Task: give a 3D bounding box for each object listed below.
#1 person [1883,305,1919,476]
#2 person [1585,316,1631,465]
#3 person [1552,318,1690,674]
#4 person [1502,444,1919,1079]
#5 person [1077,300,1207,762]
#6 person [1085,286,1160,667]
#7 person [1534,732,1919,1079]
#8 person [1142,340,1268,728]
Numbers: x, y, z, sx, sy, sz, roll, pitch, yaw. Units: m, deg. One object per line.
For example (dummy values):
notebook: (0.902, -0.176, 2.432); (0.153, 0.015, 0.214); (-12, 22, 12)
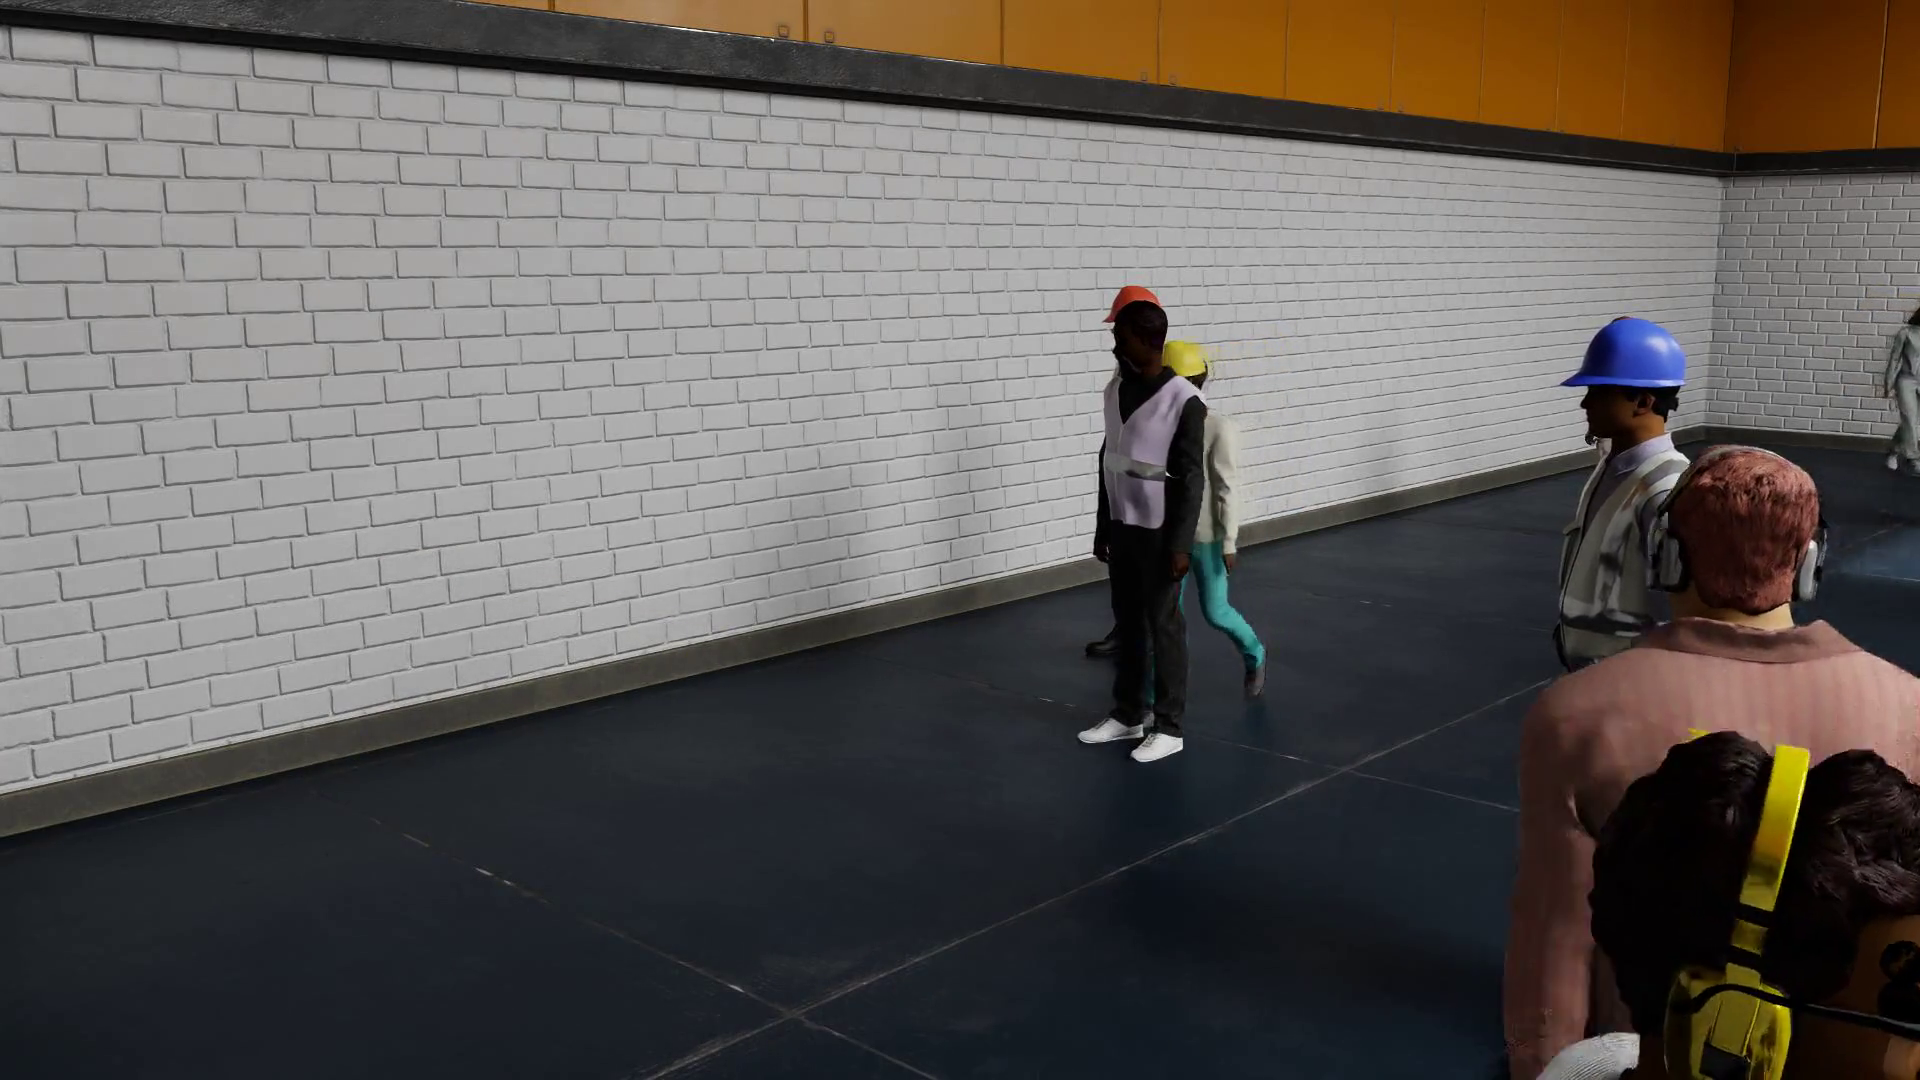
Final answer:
person: (9.020, -1.471, 15.738); (0.489, 1.694, 0.843); (0, 10, 1)
person: (4.824, -0.810, 12.139); (0.513, 1.639, 0.311); (-2, 10, -9)
person: (1.741, 0.399, 4.368); (0.403, 1.948, 0.605); (1, 10, 5)
person: (1.104, 0.801, 2.375); (0.653, 1.865, 0.988); (1, 10, 4)
person: (0.786, -0.040, 6.972); (0.393, 1.915, 0.587); (-6, 12, -33)
person: (0.883, -0.316, 8.474); (0.356, 1.938, 0.545); (-4, 11, -24)
person: (0.493, 1.017, 1.276); (0.999, 1.808, 0.533); (5, 11, 26)
person: (1.089, -0.040, 7.513); (0.809, 1.736, 0.523); (-10, 14, -43)
